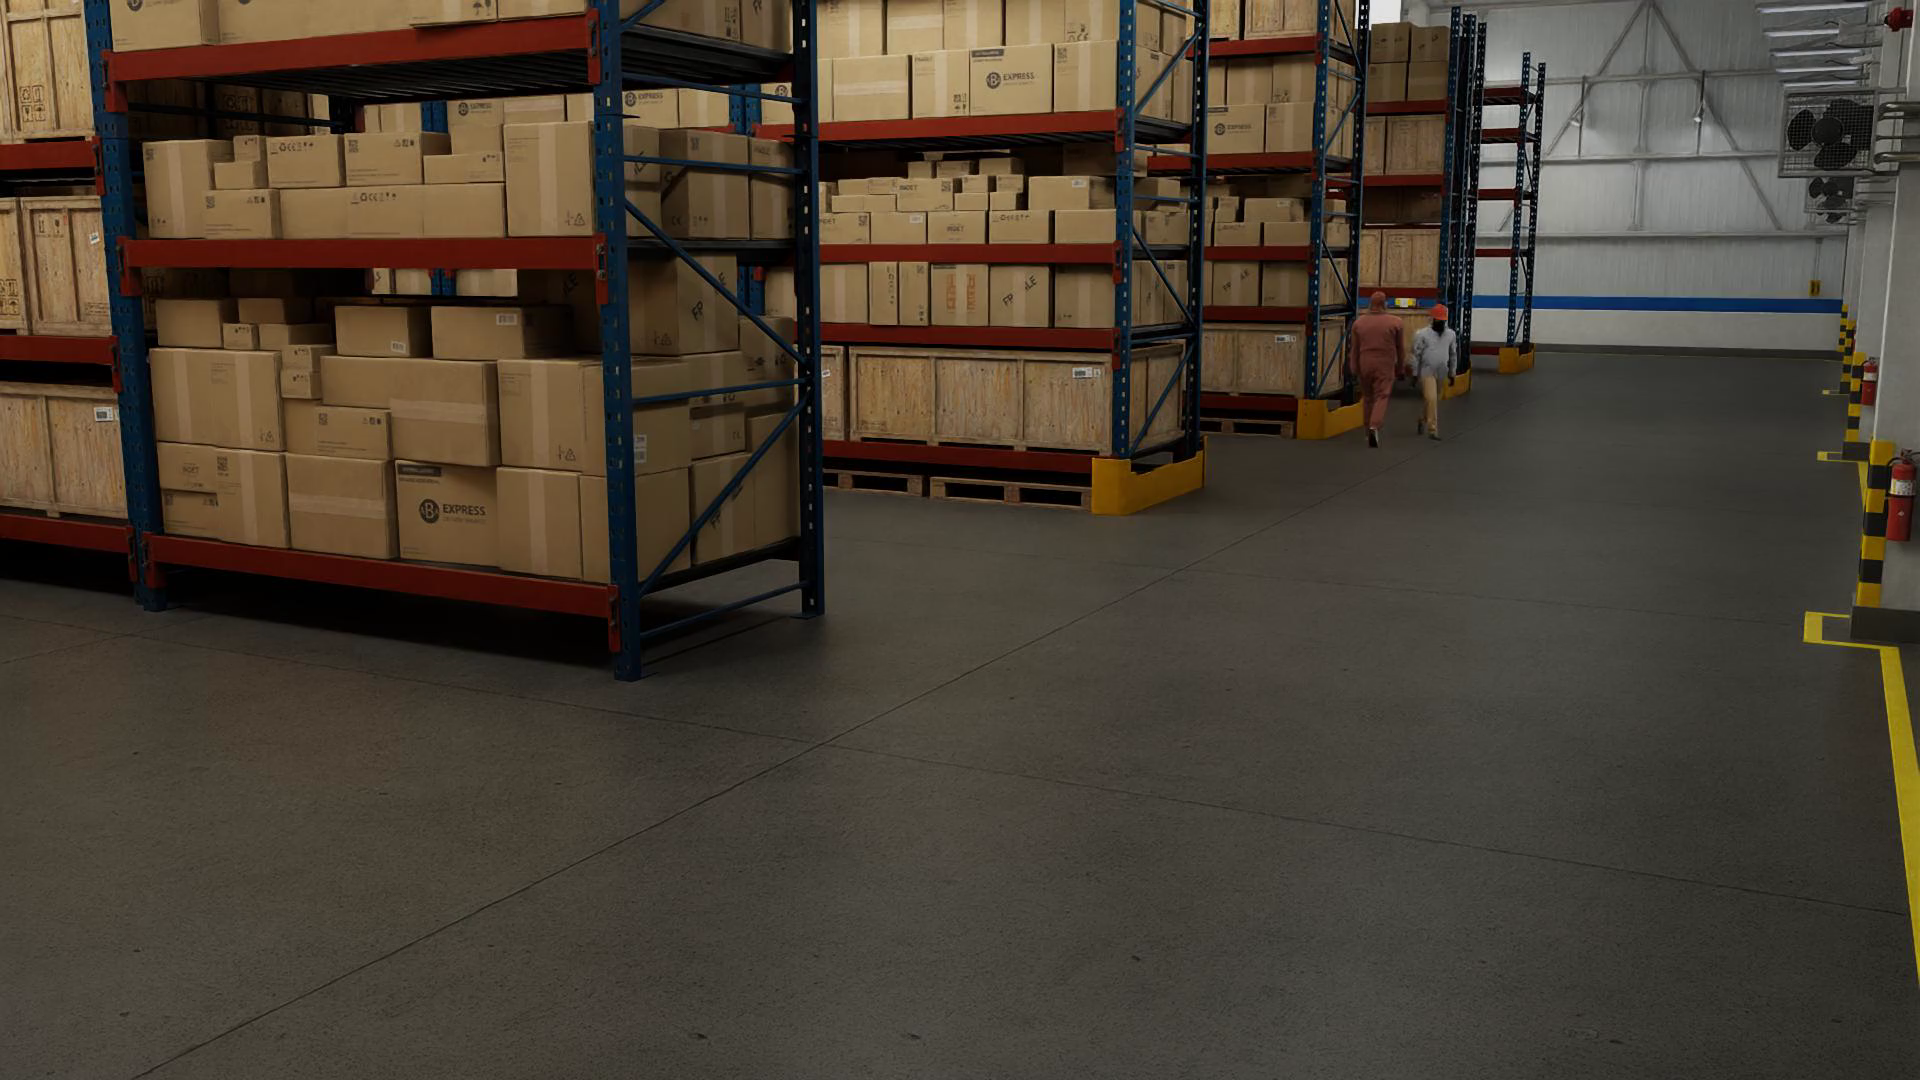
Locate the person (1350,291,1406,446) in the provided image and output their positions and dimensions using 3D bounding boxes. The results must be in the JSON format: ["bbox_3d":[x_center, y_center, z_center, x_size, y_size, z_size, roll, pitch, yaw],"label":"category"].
[{"bbox_3d":[5.060,-2.084,20.231,0.645,1.875,0.868,5,11,29],"label":"person"}]

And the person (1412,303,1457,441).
[{"bbox_3d":[5.965,-2.133,21.000,0.570,1.711,0.816,-2,10,-10],"label":"person"}]

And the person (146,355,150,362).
[{"bbox_3d":[-8.048,-1.405,16.108,0.550,1.935,0.376,-7,12,-36],"label":"person"}]
